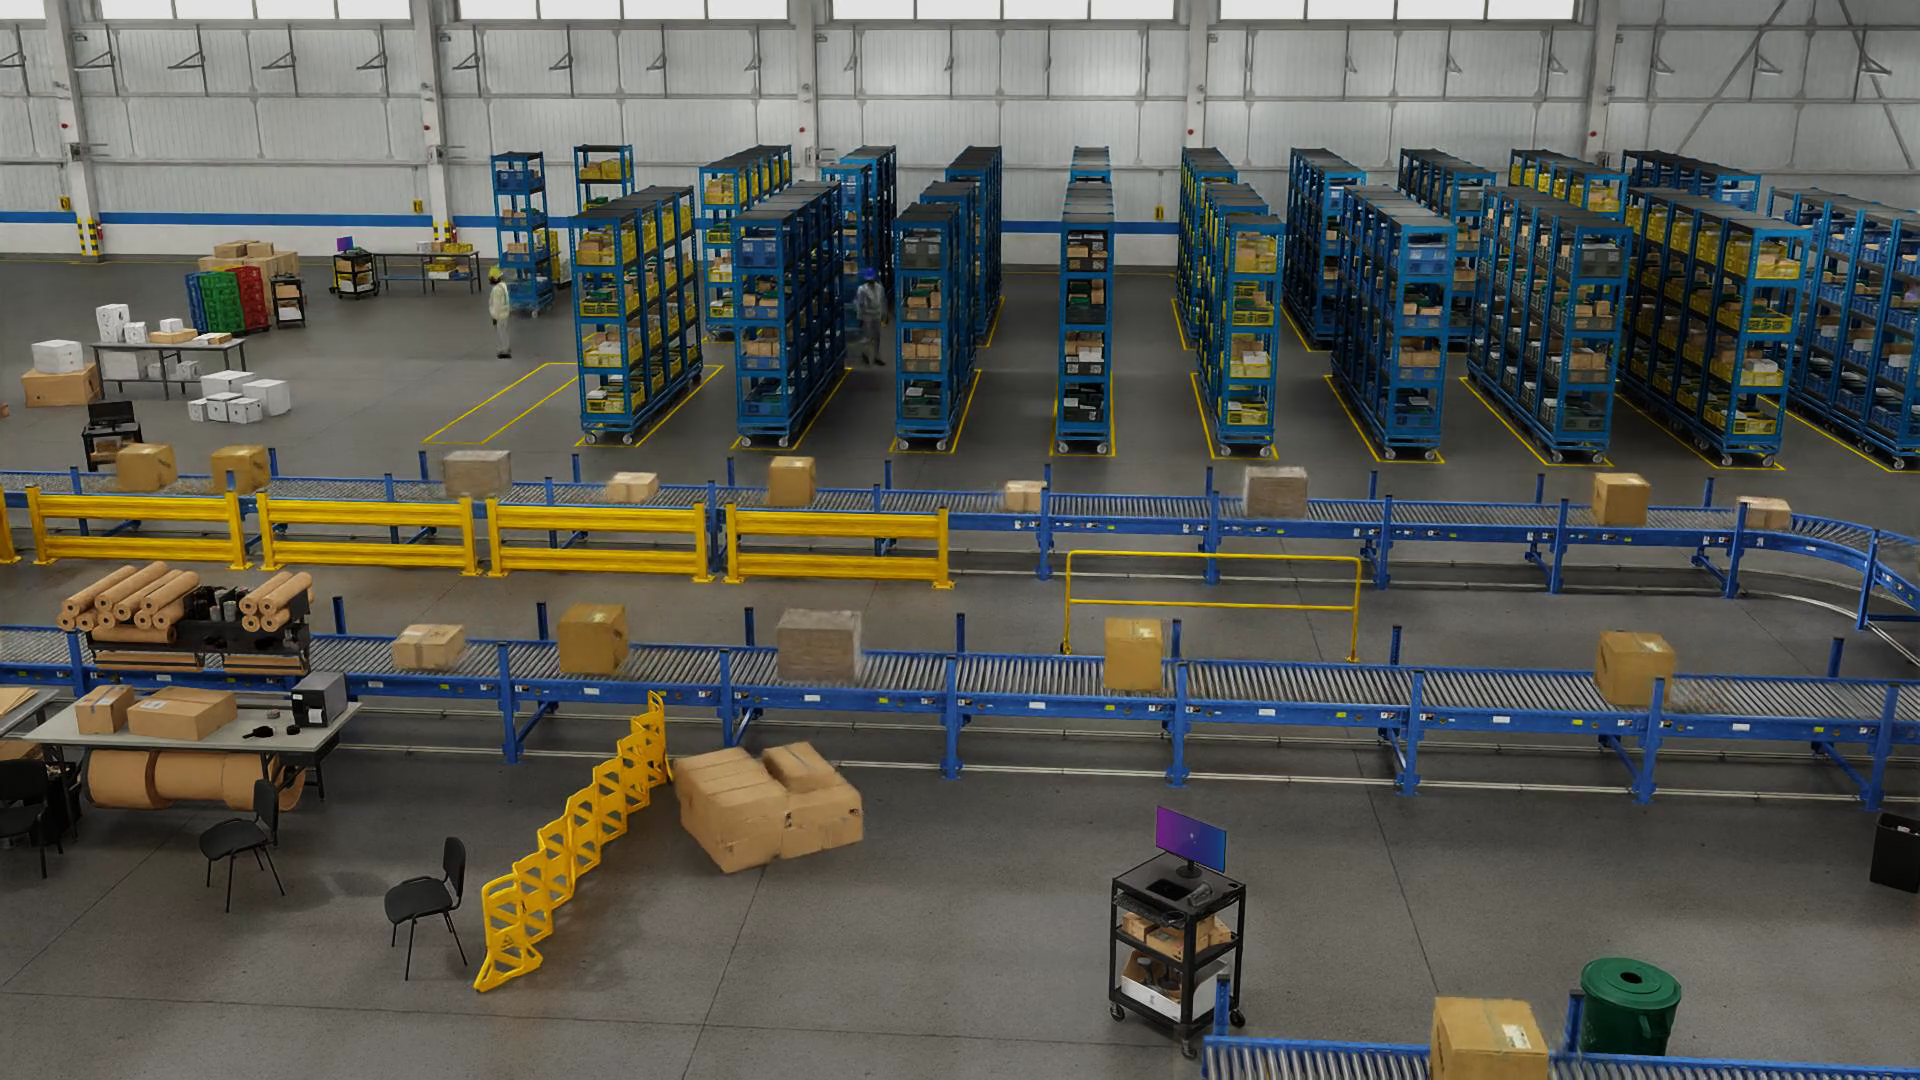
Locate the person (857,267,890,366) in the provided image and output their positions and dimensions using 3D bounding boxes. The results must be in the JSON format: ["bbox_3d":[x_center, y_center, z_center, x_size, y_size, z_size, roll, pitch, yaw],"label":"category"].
[{"bbox_3d":[-1.671,-4.301,32.048,0.661,1.925,0.423,-15,23,-39],"label":"person"}]

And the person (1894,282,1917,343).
[{"bbox_3d":[17.699,-4.081,31.533,0.864,1.807,0.597,-2,18,-5],"label":"person"}]

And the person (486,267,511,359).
[{"bbox_3d":[-9.085,-4.456,32.707,0.462,1.817,0.605,-2,18,-8],"label":"person"}]
